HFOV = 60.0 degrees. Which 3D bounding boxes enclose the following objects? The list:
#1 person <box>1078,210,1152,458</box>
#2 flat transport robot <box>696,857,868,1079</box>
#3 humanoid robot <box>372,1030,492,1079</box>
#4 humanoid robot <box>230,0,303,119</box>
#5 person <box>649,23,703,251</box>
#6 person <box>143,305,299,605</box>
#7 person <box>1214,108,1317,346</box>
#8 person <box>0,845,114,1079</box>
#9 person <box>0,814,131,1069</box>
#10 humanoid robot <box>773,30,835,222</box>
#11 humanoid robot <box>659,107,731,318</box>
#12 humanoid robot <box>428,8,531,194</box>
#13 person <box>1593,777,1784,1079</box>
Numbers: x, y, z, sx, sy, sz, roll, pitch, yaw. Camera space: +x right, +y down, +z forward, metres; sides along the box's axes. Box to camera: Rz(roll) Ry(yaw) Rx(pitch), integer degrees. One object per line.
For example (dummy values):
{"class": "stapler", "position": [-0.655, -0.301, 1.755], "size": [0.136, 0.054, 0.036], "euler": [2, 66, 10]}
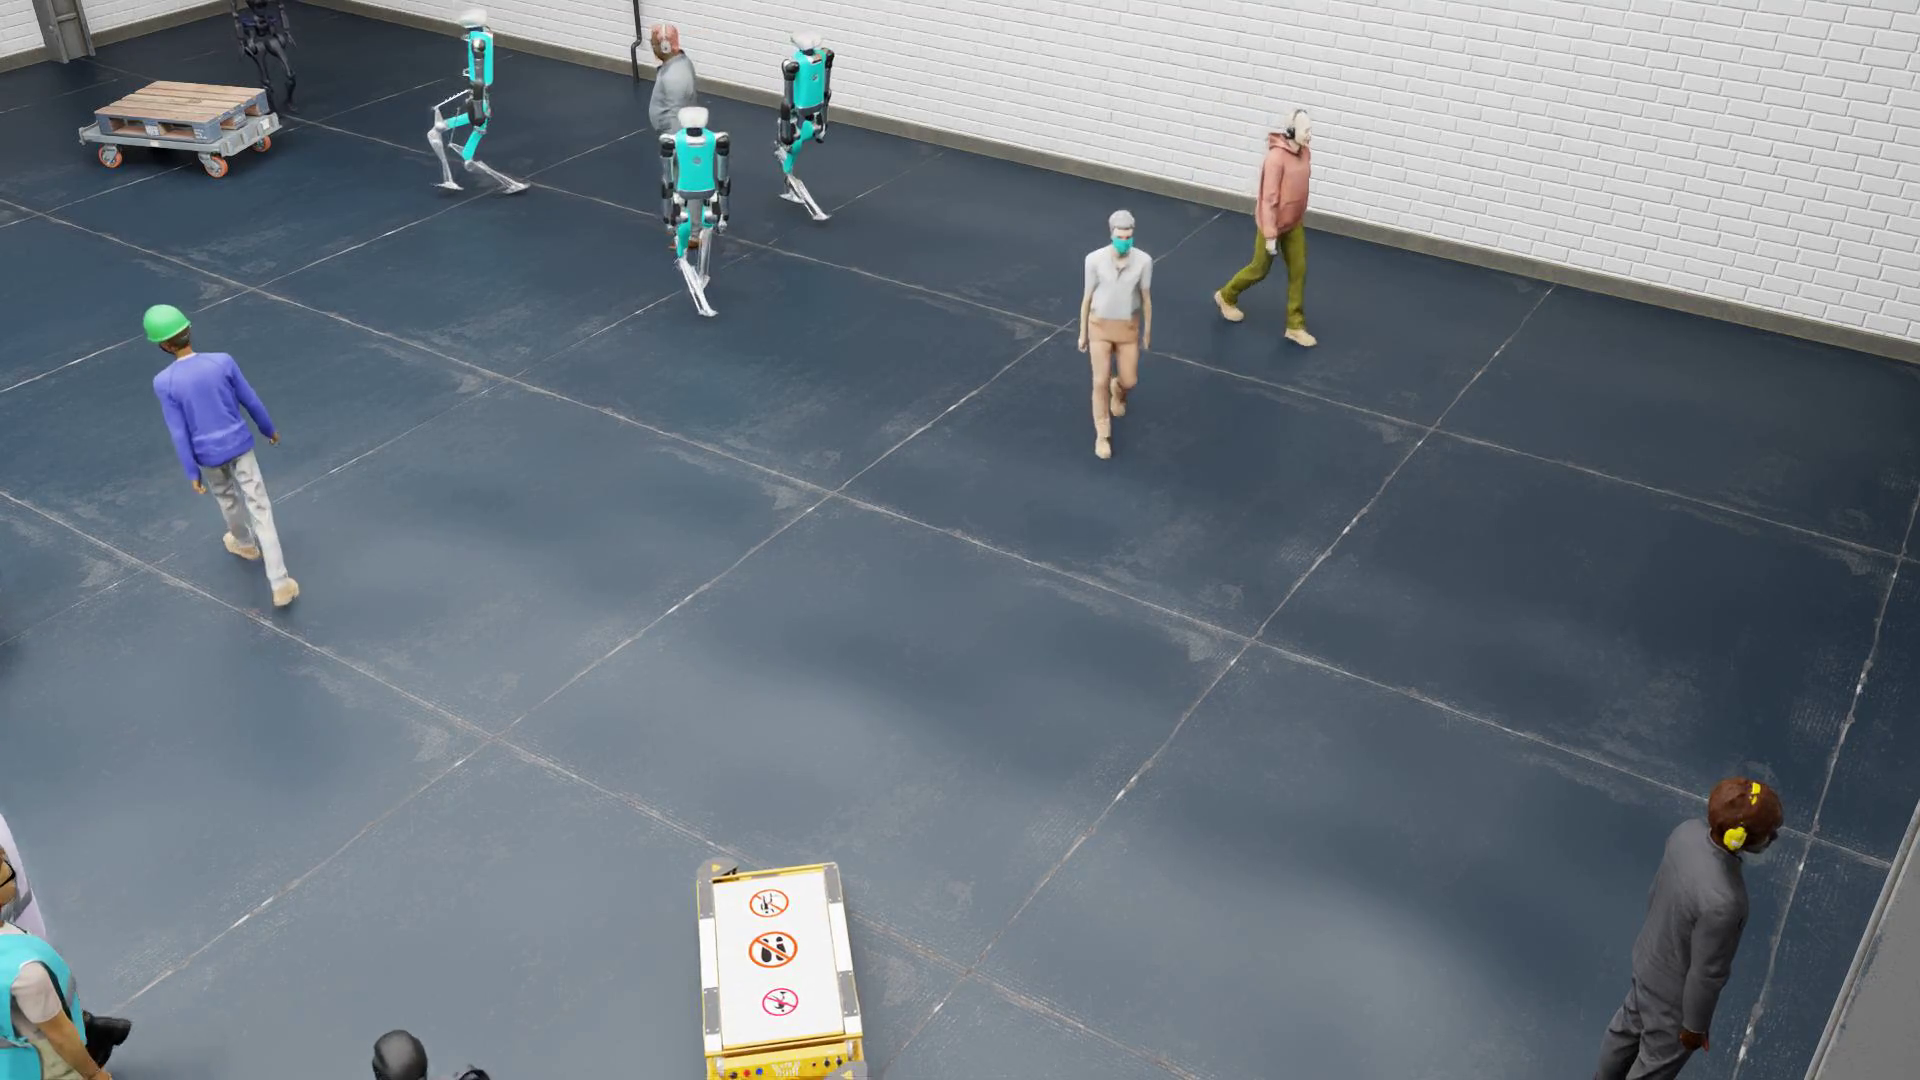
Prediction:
{"class": "person", "position": [1.028, -1.434, 11.142], "size": [0.487, 1.731, 0.581], "euler": [0, 33, 1]}
{"class": "flat transport robot", "position": [-0.795, 1.925, 7.261], "size": [0.659, 0.231, 1.431], "euler": [-5, 33, -8]}
{"class": "humanoid robot", "position": [-1.738, 2.206, 5.523], "size": [0.517, 1.647, 0.613], "euler": [28, 42, 36]}
{"class": "humanoid robot", "position": [-7.085, -5.119, 16.920], "size": [0.368, 1.643, 0.609], "euler": [28, 42, 36]}
{"class": "person", "position": [-2.396, -3.397, 14.030], "size": [0.406, 1.904, 0.650], "euler": [-2, 33, -2]}
{"class": "person", "position": [-4.244, -0.518, 9.643], "size": [0.580, 1.806, 0.960], "euler": [-17, 36, -25]}
{"class": "person", "position": [2.377, -2.403, 12.579], "size": [0.527, 1.805, 0.873], "euler": [-23, 39, -31]}
{"class": "person", "position": [-3.301, 1.830, 5.948], "size": [0.563, 1.847, 0.388], "euler": [16, 36, 24]}
{"class": "person", "position": [-3.679, 1.537, 6.336], "size": [0.547, 1.919, 0.578], "euler": [-19, 37, -26]}
{"class": "humanoid robot", "position": [-1.480, -3.628, 14.551], "size": [0.984, 1.730, 0.543], "euler": [28, 42, 36]}
{"class": "humanoid robot", "position": [-2.080, -2.634, 13.015], "size": [0.550, 1.730, 0.972], "euler": [-8, 34, -12]}
{"class": "humanoid robot", "position": [-4.503, -3.866, 14.961], "size": [1.048, 1.756, 0.546], "euler": [-4, 33, -7]}
{"class": "person", "position": [2.690, 1.636, 6.228], "size": [0.340, 1.872, 0.497], "euler": [2, 33, 3]}
